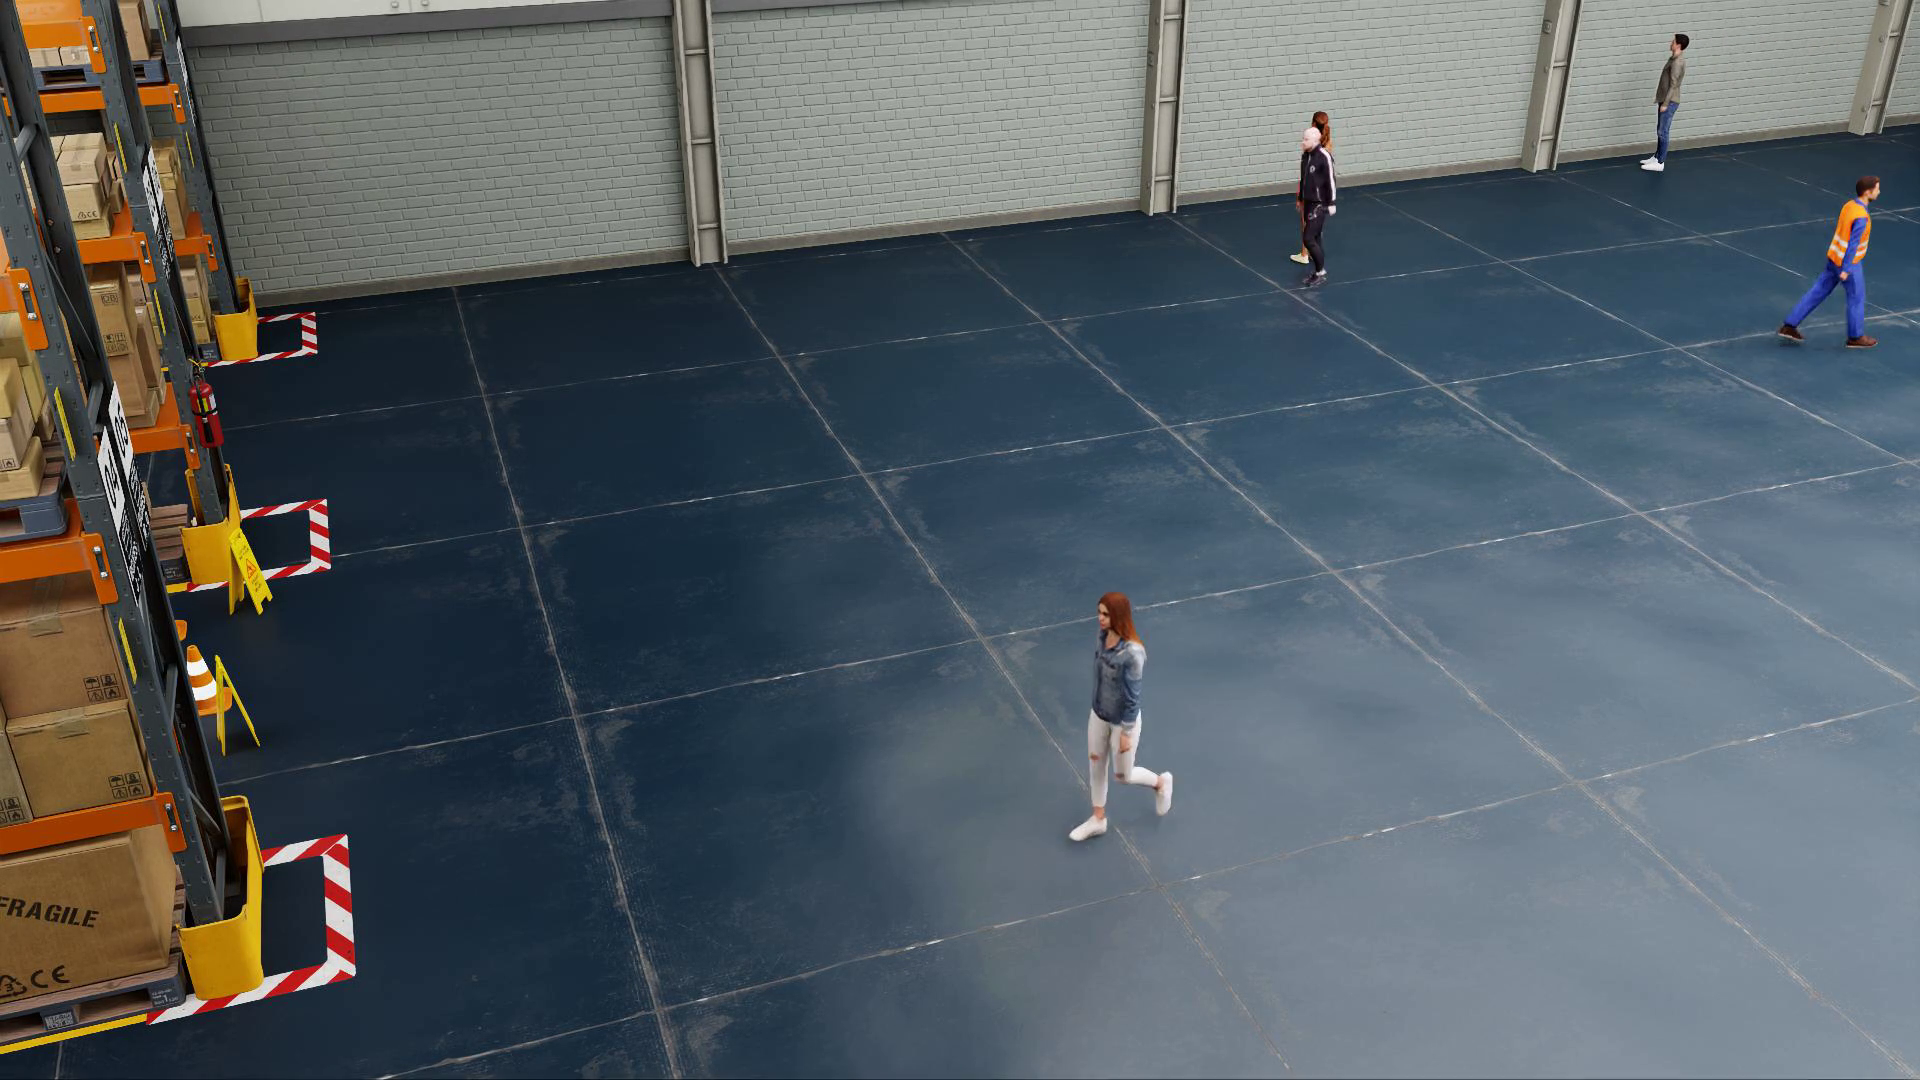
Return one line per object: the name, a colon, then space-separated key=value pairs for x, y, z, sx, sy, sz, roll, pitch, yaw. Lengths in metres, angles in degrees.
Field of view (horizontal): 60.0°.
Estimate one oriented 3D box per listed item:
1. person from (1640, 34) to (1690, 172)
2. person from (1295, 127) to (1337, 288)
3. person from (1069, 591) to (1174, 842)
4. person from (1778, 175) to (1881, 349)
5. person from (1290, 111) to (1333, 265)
person: x=9.927 y=-6.131 z=23.288 sx=0.819 sy=1.865 sz=0.791 roll=9 pitch=29 yaw=16
person: x=4.146 y=-3.805 z=18.984 sx=0.651 sy=1.806 sz=0.705 roll=-13 pitch=31 yaw=-23
person: x=1.007 y=1.052 z=9.989 sx=1.013 sy=1.687 sz=0.763 roll=-17 pitch=32 yaw=-28
person: x=9.028 y=-2.853 z=17.175 sx=1.319 sy=1.824 sz=1.047 roll=3 pitch=28 yaw=5
person: x=4.192 y=-4.174 z=19.692 sx=0.565 sy=1.792 sz=0.677 roll=-16 pitch=32 yaw=-28
